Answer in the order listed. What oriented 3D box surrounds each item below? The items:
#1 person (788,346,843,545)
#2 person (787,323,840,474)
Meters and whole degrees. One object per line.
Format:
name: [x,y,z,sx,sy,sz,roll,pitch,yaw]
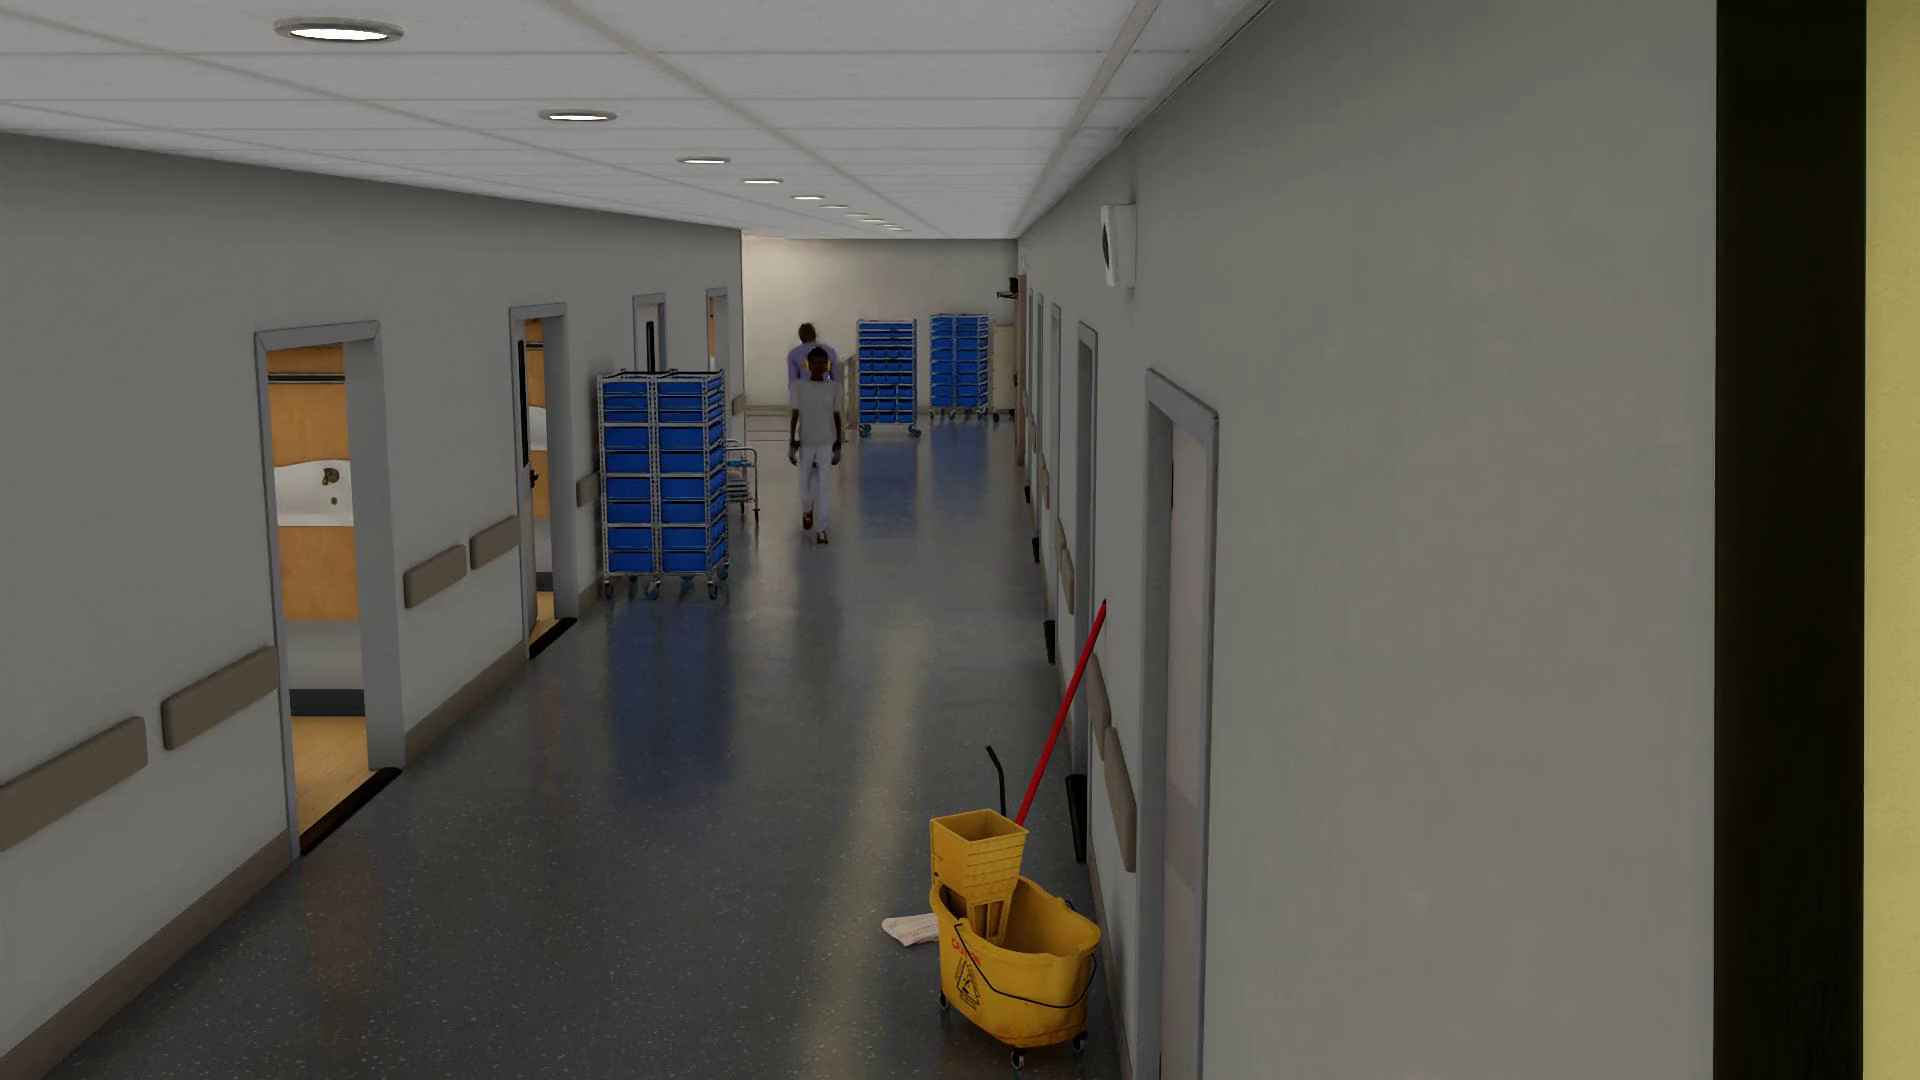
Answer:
person: [-1.366,-0.910,15.693,0.527,1.850,0.739,-1,10,-5]
person: [-1.829,-1.767,20.767,0.649,1.869,1.069,-1,10,-5]
